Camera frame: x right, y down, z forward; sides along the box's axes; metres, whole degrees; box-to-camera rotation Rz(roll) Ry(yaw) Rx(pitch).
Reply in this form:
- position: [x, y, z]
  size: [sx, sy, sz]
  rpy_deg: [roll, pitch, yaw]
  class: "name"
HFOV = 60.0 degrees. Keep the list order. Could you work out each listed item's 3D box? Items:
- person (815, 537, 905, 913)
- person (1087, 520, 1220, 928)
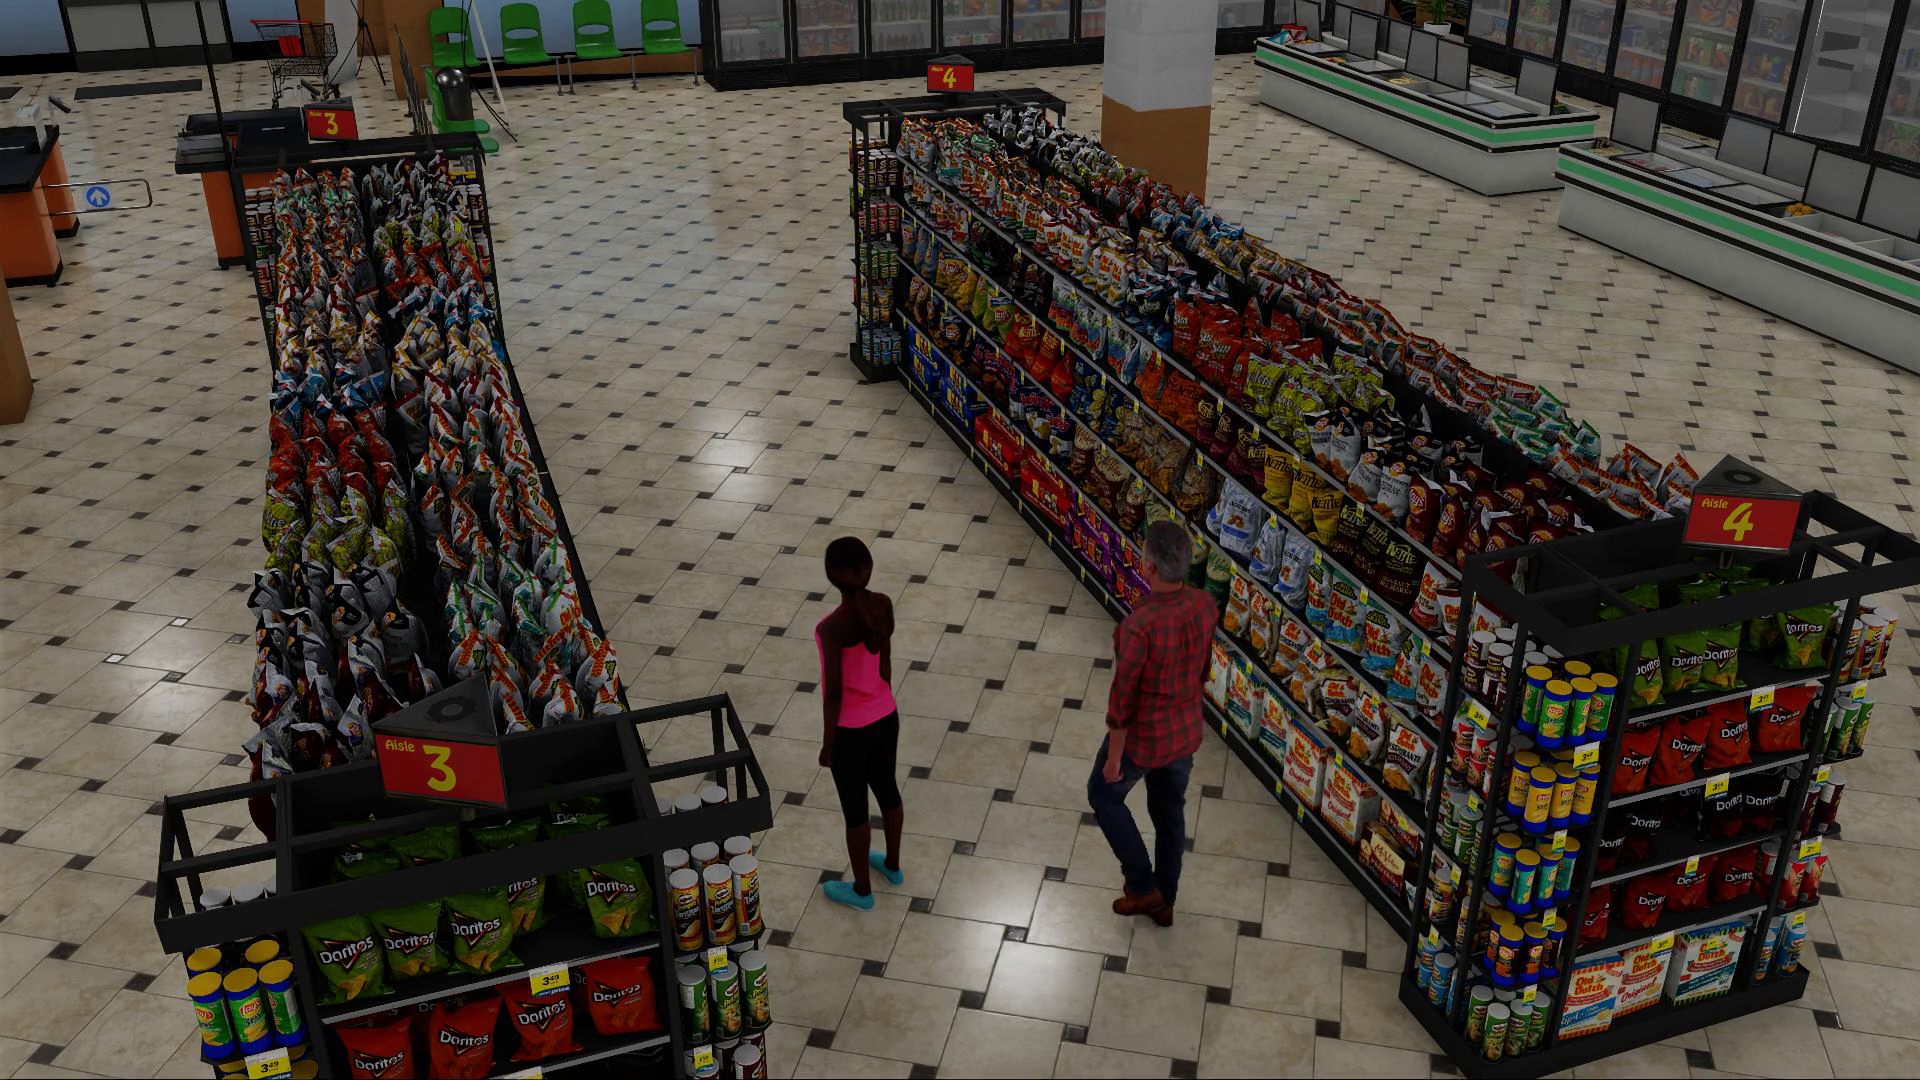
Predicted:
- position: [-0.401, 0.761, 6.844]
  size: [0.677, 1.725, 0.651]
  rpy_deg: [22, 34, 37]
  class: "person"
- position: [0.845, 0.812, 6.641]
  size: [0.791, 1.819, 0.778]
  rpy_deg: [-19, 32, -32]
  class: "person"
